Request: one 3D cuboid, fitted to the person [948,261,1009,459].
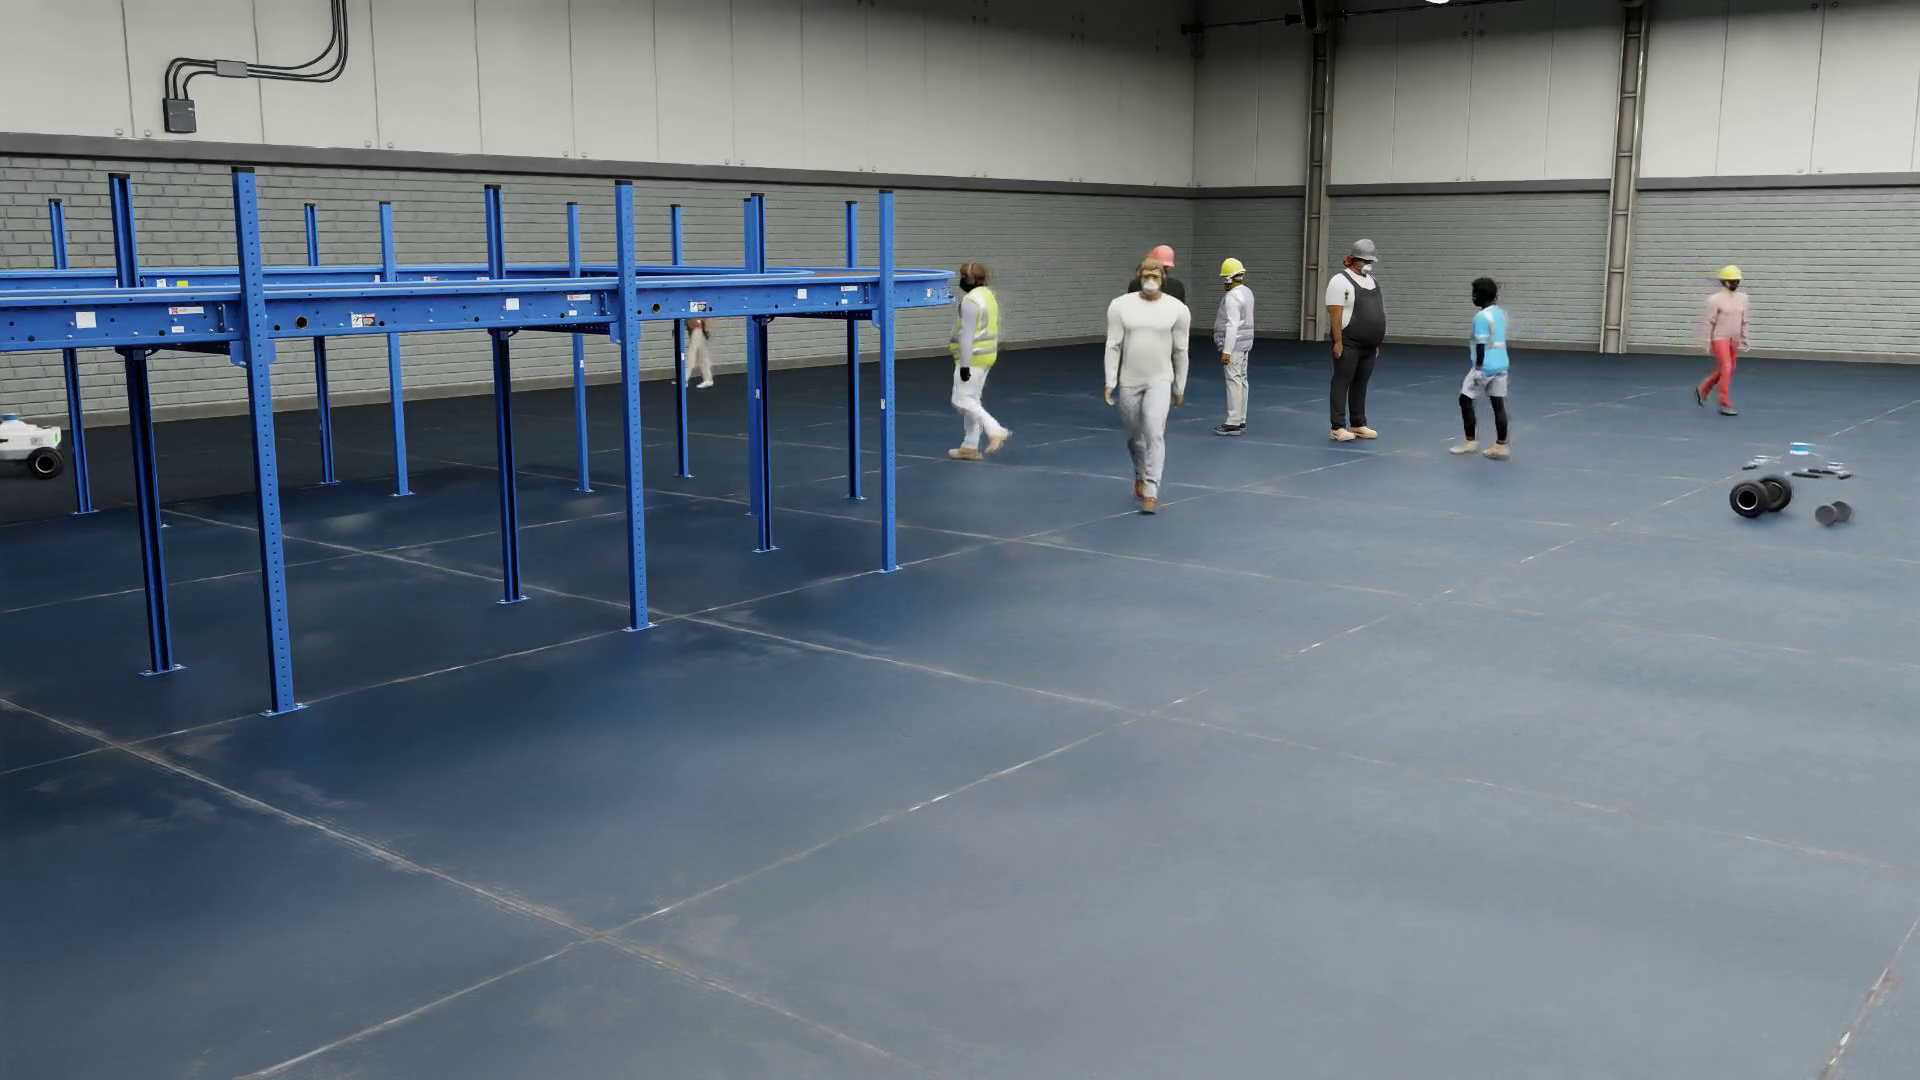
[{"bbox_3d":[0.165,-1.646,15.314,0.540,1.823,0.643,4,11,19],"label":"person"}]

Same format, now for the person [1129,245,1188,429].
[{"bbox_3d":[2.070,-2.124,17.589,0.653,1.955,0.468,-1,10,-6],"label":"person"}]

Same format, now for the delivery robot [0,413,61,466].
[{"bbox_3d":[-8.104,-0.843,14.245,0.707,0.478,0.477,-5,11,-26],"label":"delivery robot"}]

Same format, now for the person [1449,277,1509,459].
[{"bbox_3d":[4.844,-1.601,15.482,0.573,1.666,0.638,-10,14,-44],"label":"person"}]

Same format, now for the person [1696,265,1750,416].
[{"bbox_3d":[8.947,-2.362,19.533,0.520,1.735,0.755,-3,11,-17],"label":"person"}]

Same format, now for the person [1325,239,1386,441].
[{"bbox_3d":[4.065,-2.022,16.922,0.678,2.000,0.537,-8,13,-38],"label":"person"}]

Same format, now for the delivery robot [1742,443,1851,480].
[{"bbox_3d":[6.121,-0.596,12.156,0.335,0.223,0.698,-9,14,-42],"label":"delivery robot"}]

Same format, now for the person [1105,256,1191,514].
[{"bbox_3d":[1.432,-1.202,12.647,0.629,1.907,0.915,3,11,14],"label":"person"}]

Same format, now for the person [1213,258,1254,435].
[{"bbox_3d":[2.853,-2.020,17.387,0.404,1.826,0.587,5,11,26],"label":"person"}]

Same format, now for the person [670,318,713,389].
[{"bbox_3d":[-3.682,-2.846,22.597,0.830,1.602,0.535,-8,13,-37],"label":"person"}]
